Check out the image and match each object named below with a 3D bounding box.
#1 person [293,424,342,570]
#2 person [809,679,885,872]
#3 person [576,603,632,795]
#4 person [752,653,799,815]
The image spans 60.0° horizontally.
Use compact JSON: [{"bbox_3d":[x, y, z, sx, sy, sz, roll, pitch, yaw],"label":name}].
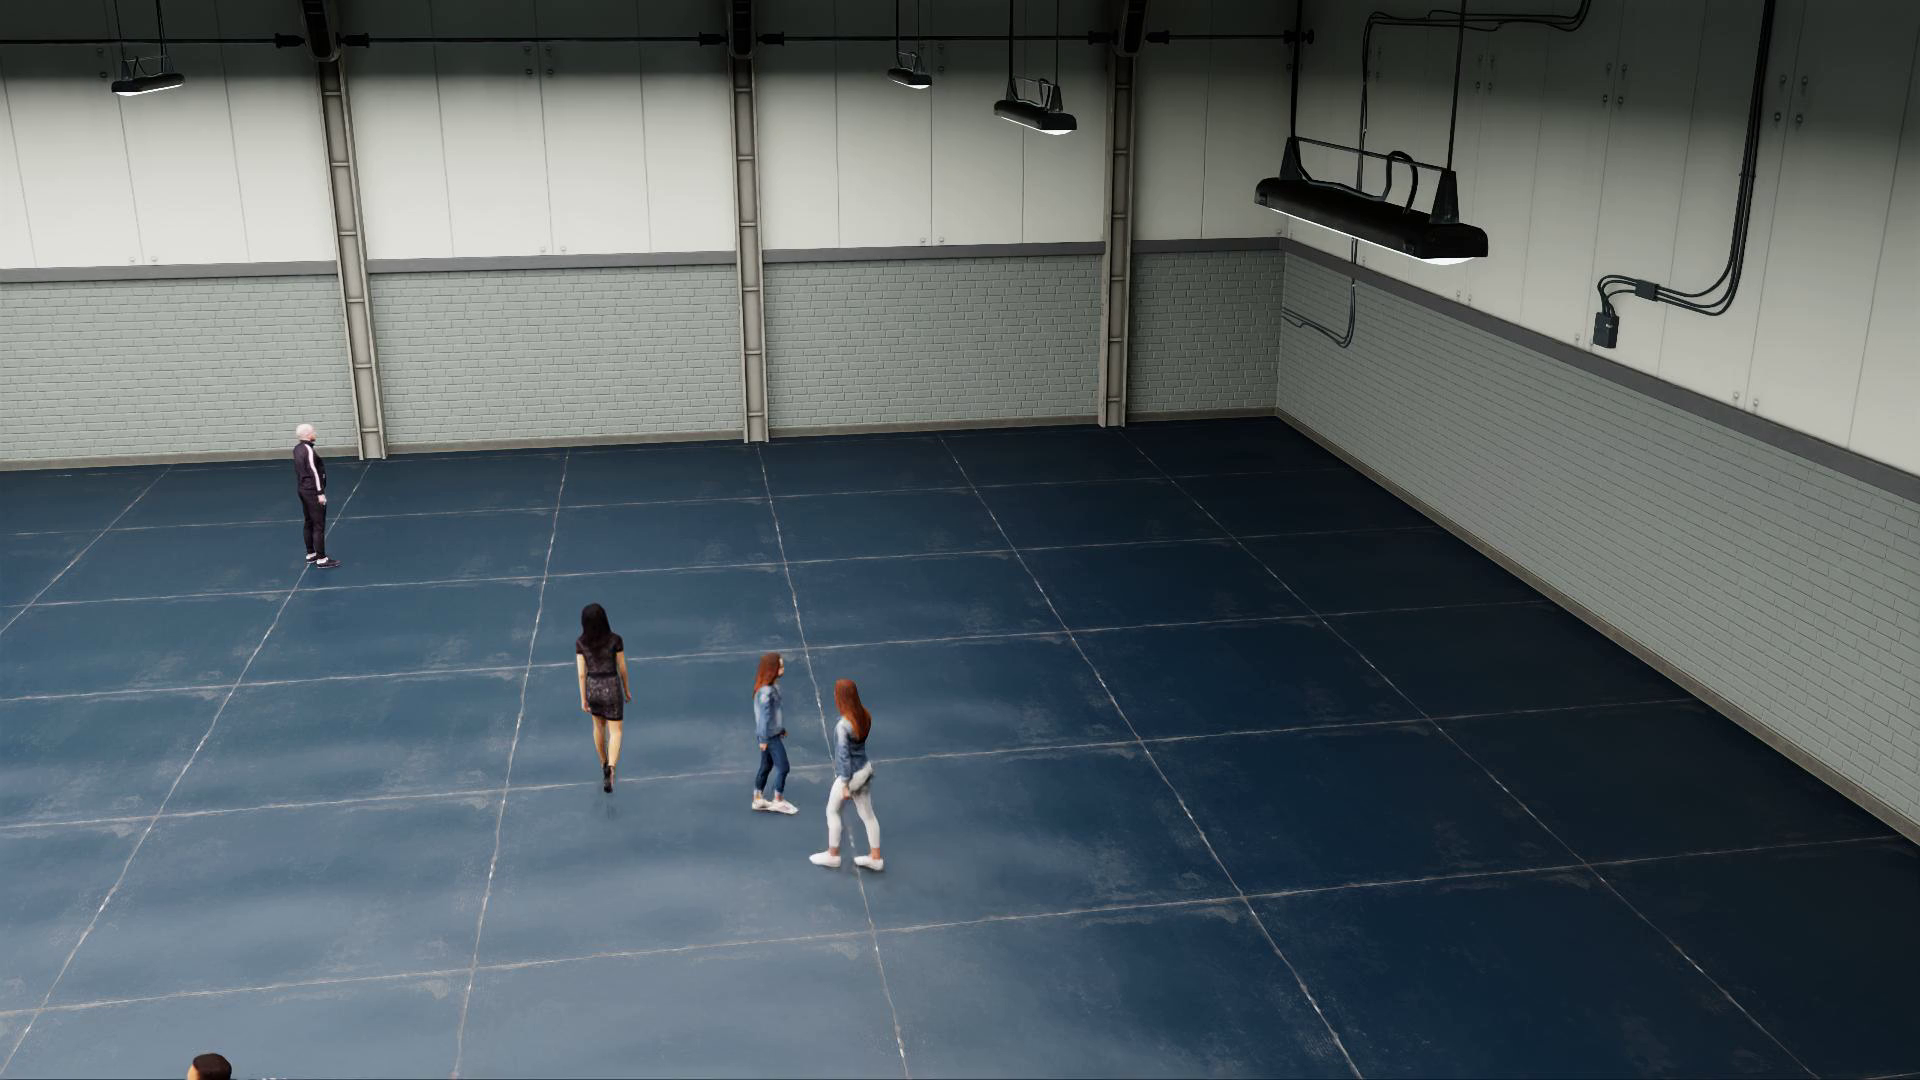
[{"bbox_3d":[-8.181,-0.567,20.971,0.775,1.837,0.759,-17,24,-41],"label":"person"},{"bbox_3d":[-0.784,1.944,13.523,0.969,1.675,0.878,9,20,26],"label":"person"},{"bbox_3d":[-3.187,1.454,14.883,1.021,1.764,0.743,-1,18,-3],"label":"person"},{"bbox_3d":[-1.749,1.700,14.611,0.692,1.465,0.641,1,18,4],"label":"person"}]
